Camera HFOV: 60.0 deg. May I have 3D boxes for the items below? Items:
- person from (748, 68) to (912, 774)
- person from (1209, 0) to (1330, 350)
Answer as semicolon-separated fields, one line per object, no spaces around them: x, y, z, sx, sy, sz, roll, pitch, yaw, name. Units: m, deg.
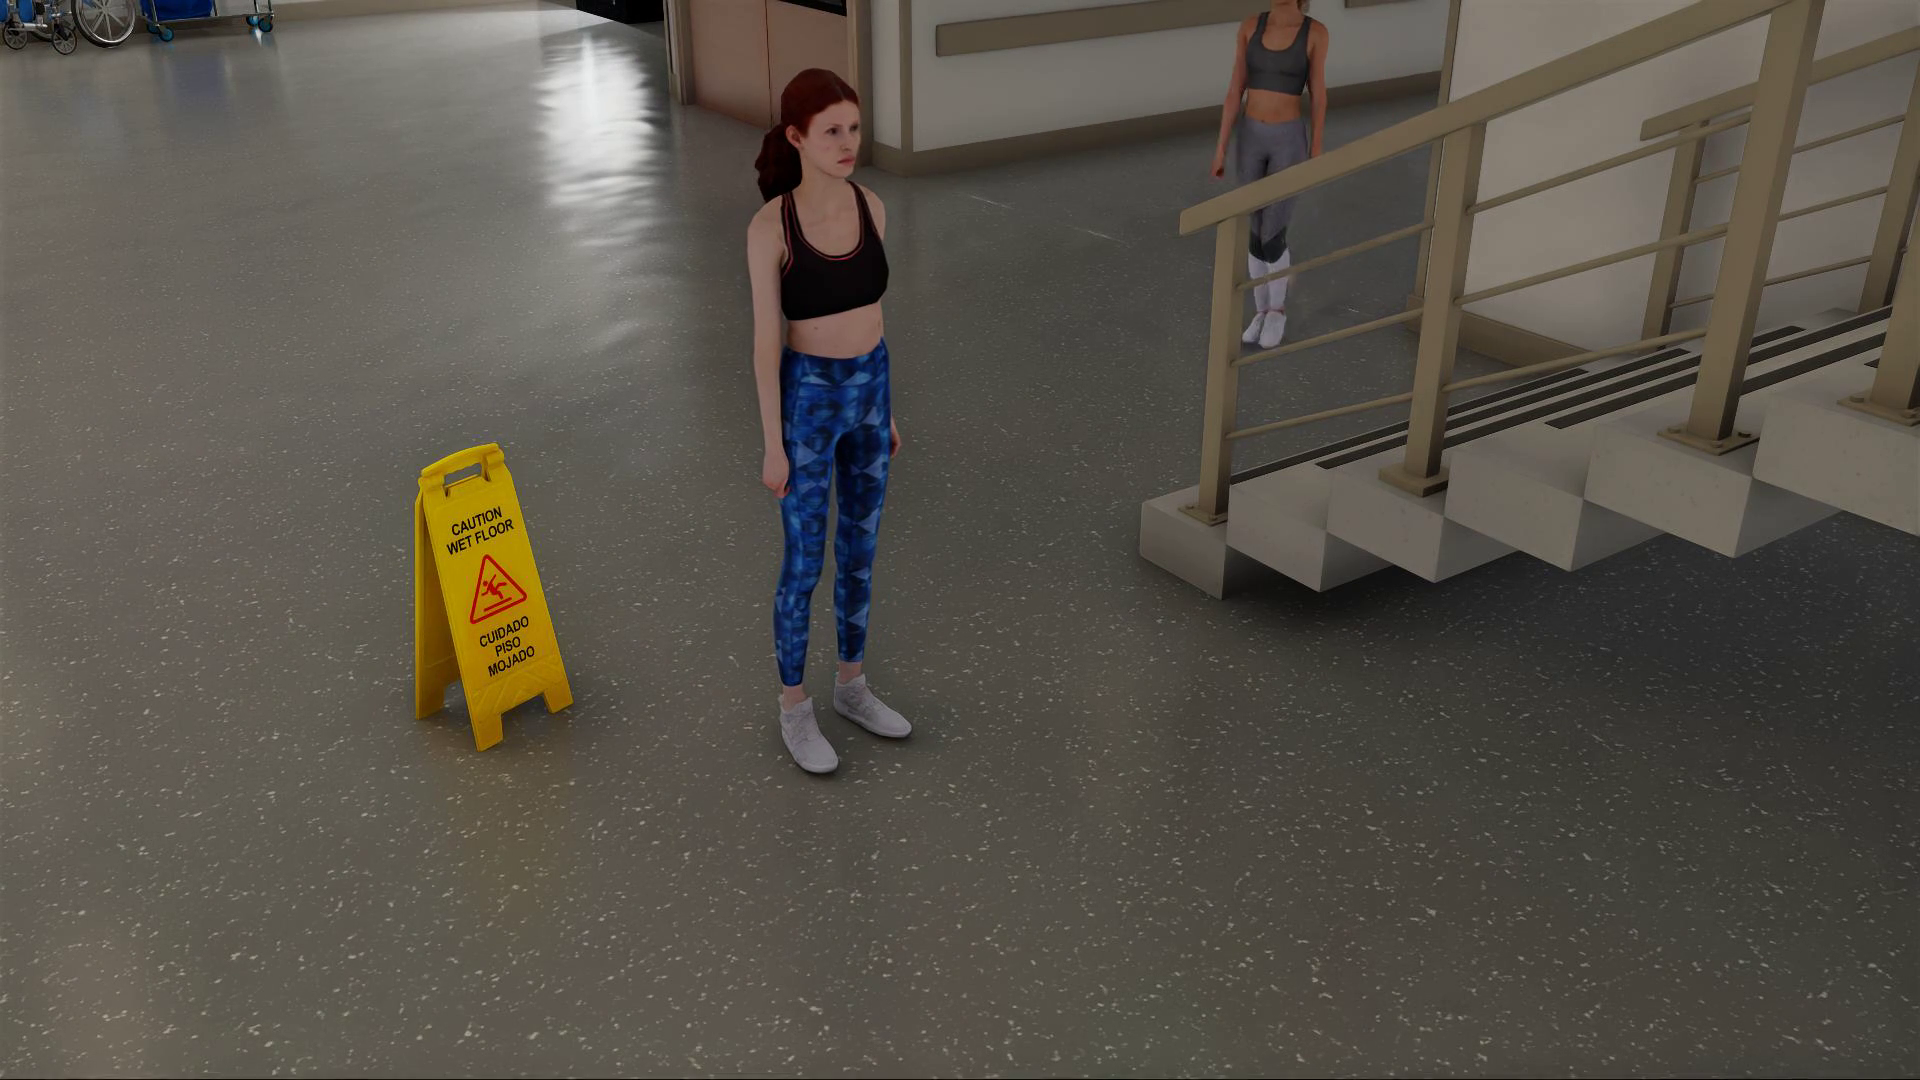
-0.323;-0.272;4.189;0.603;1.786;0.602;-22;33;-37;person
1.381;-1.687;7.235;0.636;1.688;0.725;15;30;28;person
